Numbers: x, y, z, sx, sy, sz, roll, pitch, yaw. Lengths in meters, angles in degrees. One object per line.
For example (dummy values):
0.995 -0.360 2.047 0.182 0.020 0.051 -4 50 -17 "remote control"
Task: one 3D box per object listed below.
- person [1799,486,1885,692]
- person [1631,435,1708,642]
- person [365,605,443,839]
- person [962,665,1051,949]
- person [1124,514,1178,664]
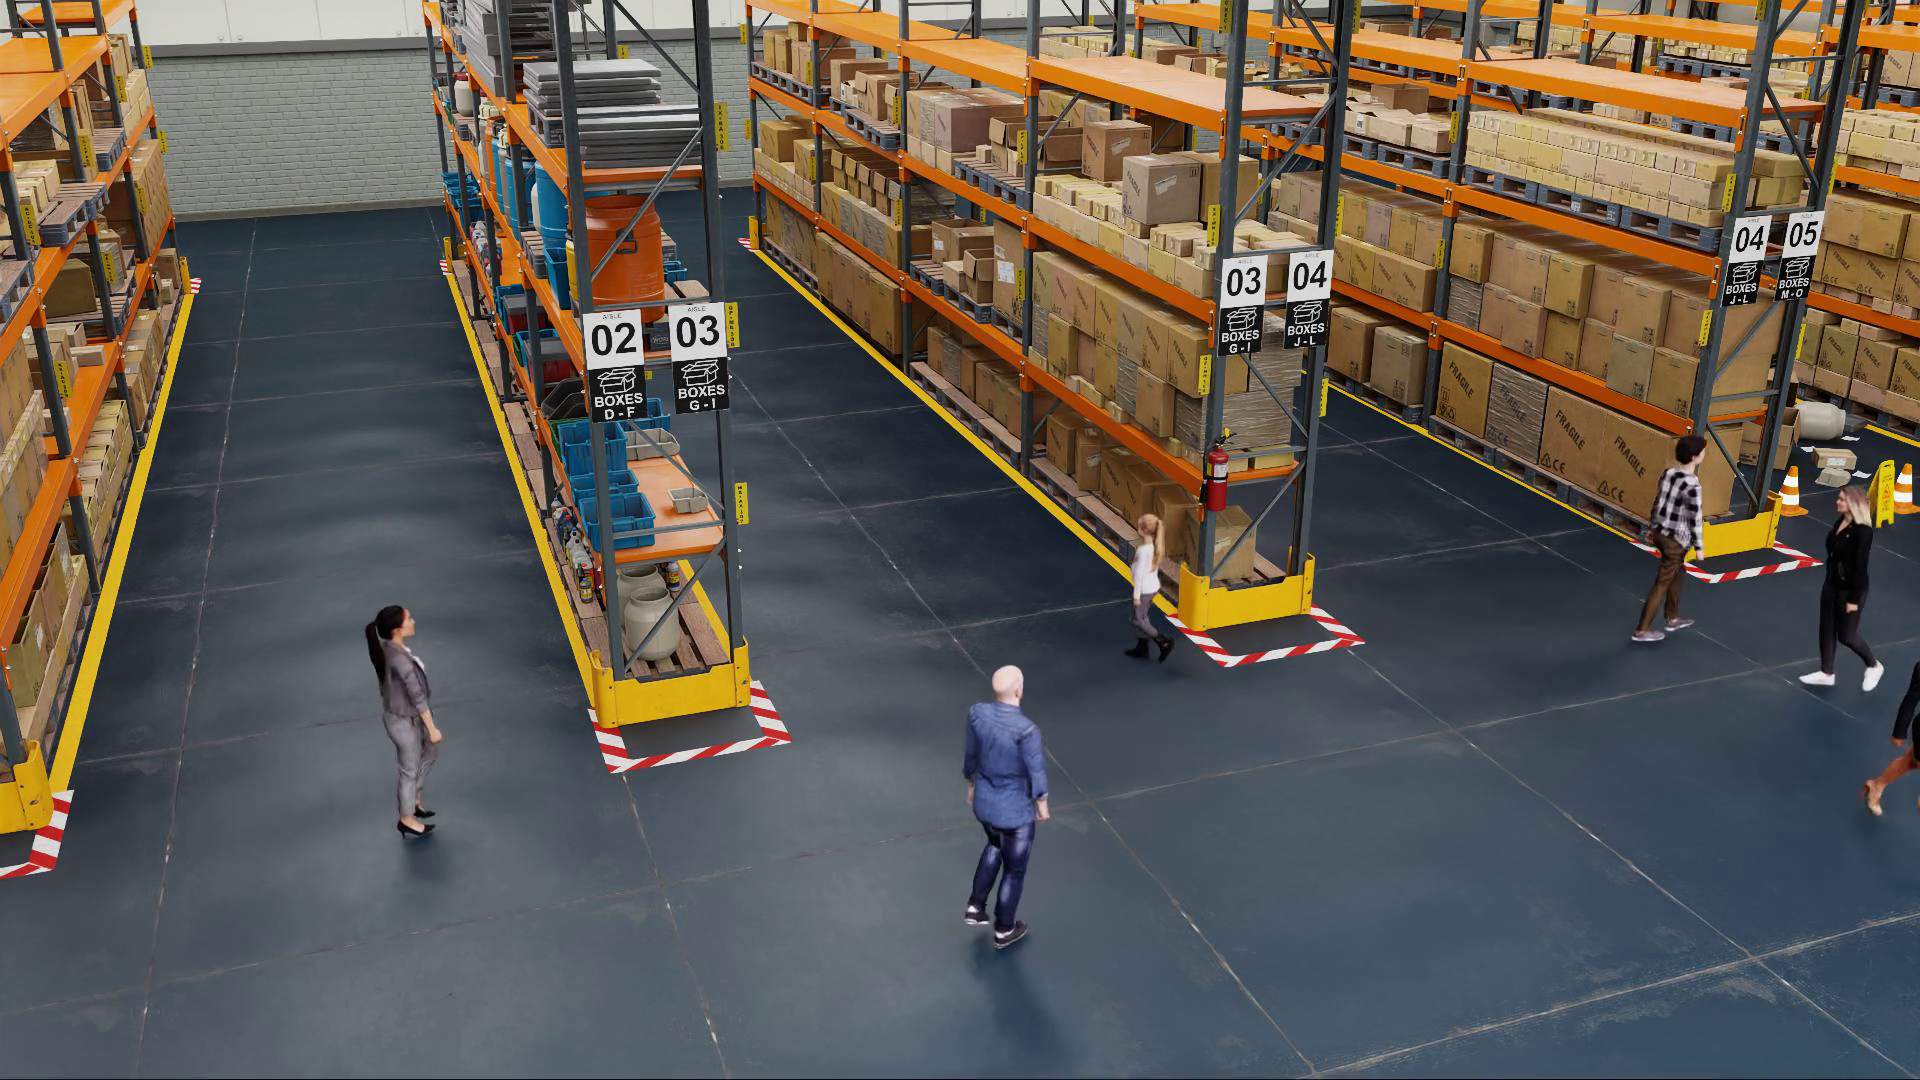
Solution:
6.931 0.397 12.882 0.845 1.662 0.861 -1 22 -3 "person"
5.778 0.013 13.656 0.778 1.787 0.841 -4 23 -9 "person"
-3.693 1.226 10.851 0.723 1.664 0.595 -13 26 -29 "person"
0.224 1.601 9.741 0.795 1.811 0.902 18 28 37 "person"
1.549 0.411 13.367 0.783 1.268 0.719 11 25 24 "person"
